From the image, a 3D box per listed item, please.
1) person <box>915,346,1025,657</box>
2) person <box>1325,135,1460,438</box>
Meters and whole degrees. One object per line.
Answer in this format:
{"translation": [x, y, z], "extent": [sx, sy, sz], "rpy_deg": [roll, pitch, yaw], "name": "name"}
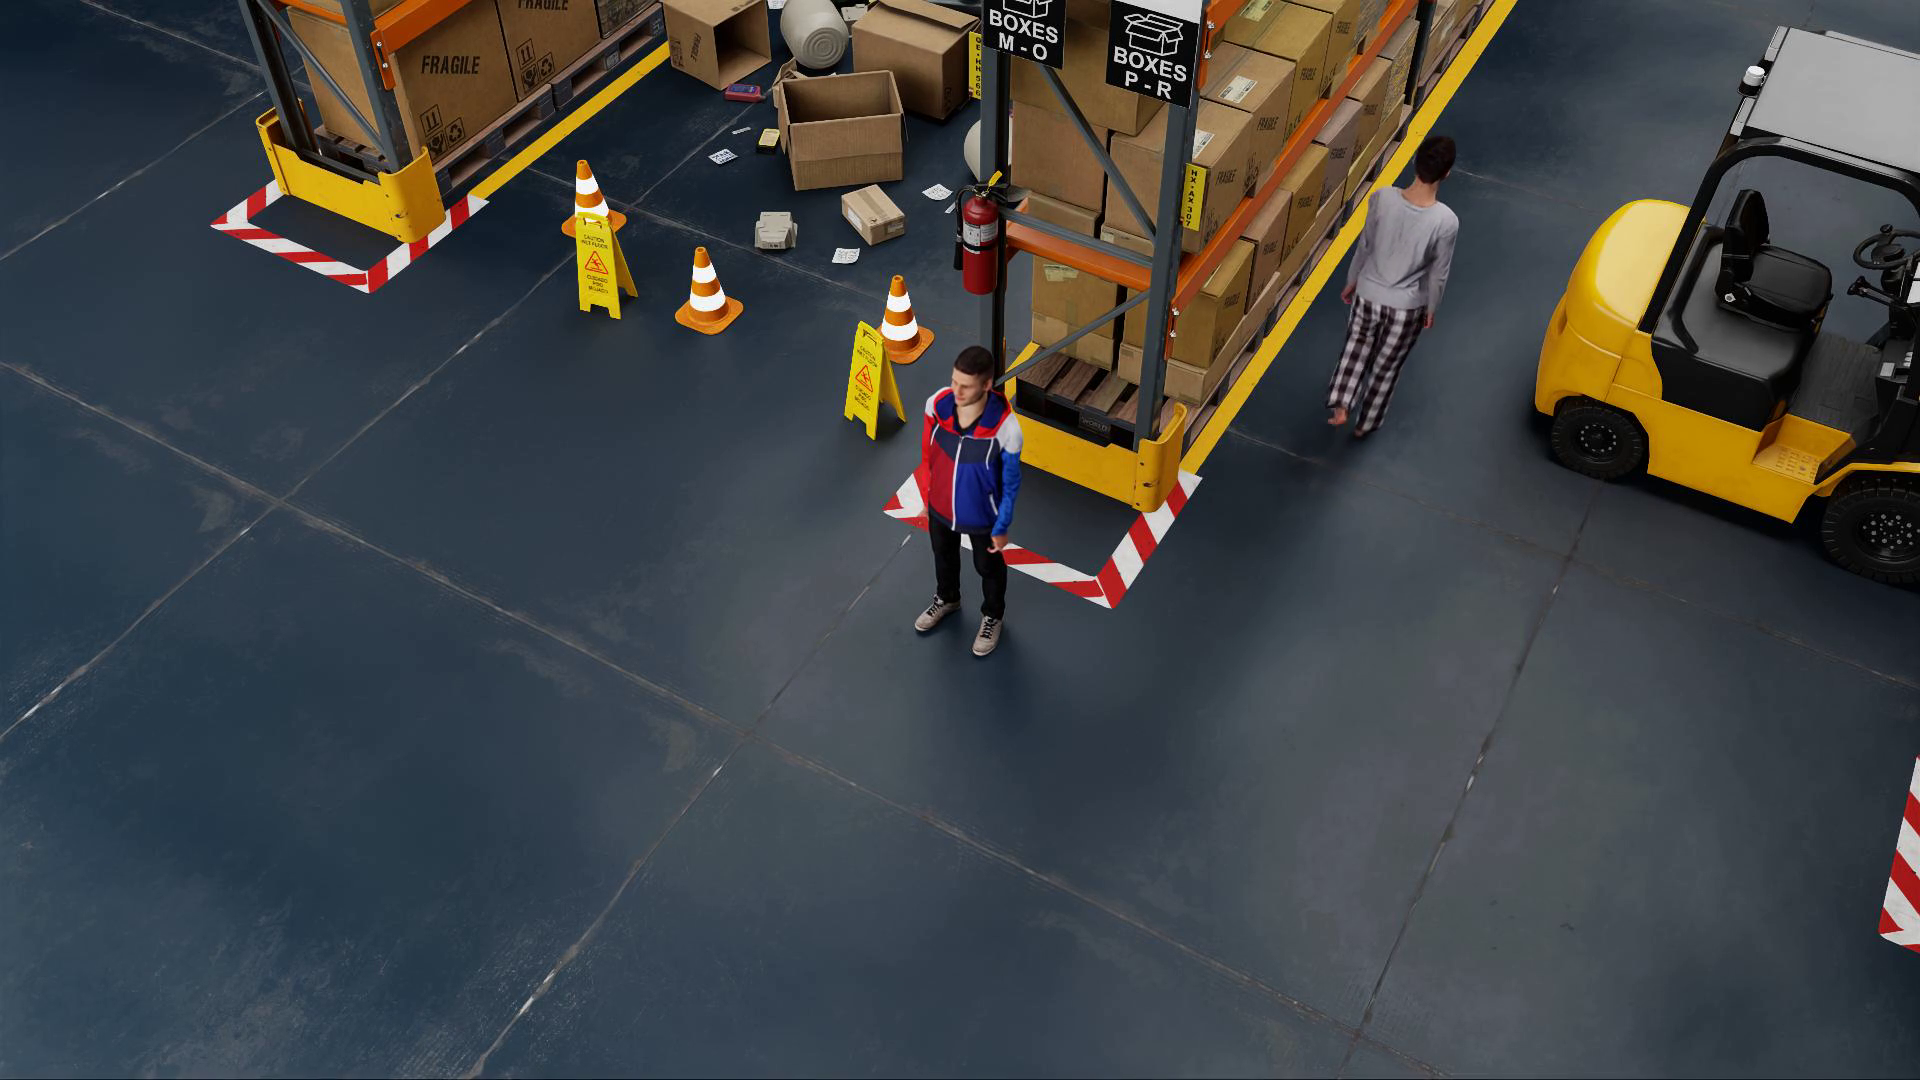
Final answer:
{"translation": [0.044, -0.181, 7.542], "extent": [0.630, 1.756, 0.526], "rpy_deg": [24, 52, 20], "name": "person"}
{"translation": [2.150, -1.184, 8.414], "extent": [0.648, 1.836, 0.724], "rpy_deg": [23, 51, 20], "name": "person"}
